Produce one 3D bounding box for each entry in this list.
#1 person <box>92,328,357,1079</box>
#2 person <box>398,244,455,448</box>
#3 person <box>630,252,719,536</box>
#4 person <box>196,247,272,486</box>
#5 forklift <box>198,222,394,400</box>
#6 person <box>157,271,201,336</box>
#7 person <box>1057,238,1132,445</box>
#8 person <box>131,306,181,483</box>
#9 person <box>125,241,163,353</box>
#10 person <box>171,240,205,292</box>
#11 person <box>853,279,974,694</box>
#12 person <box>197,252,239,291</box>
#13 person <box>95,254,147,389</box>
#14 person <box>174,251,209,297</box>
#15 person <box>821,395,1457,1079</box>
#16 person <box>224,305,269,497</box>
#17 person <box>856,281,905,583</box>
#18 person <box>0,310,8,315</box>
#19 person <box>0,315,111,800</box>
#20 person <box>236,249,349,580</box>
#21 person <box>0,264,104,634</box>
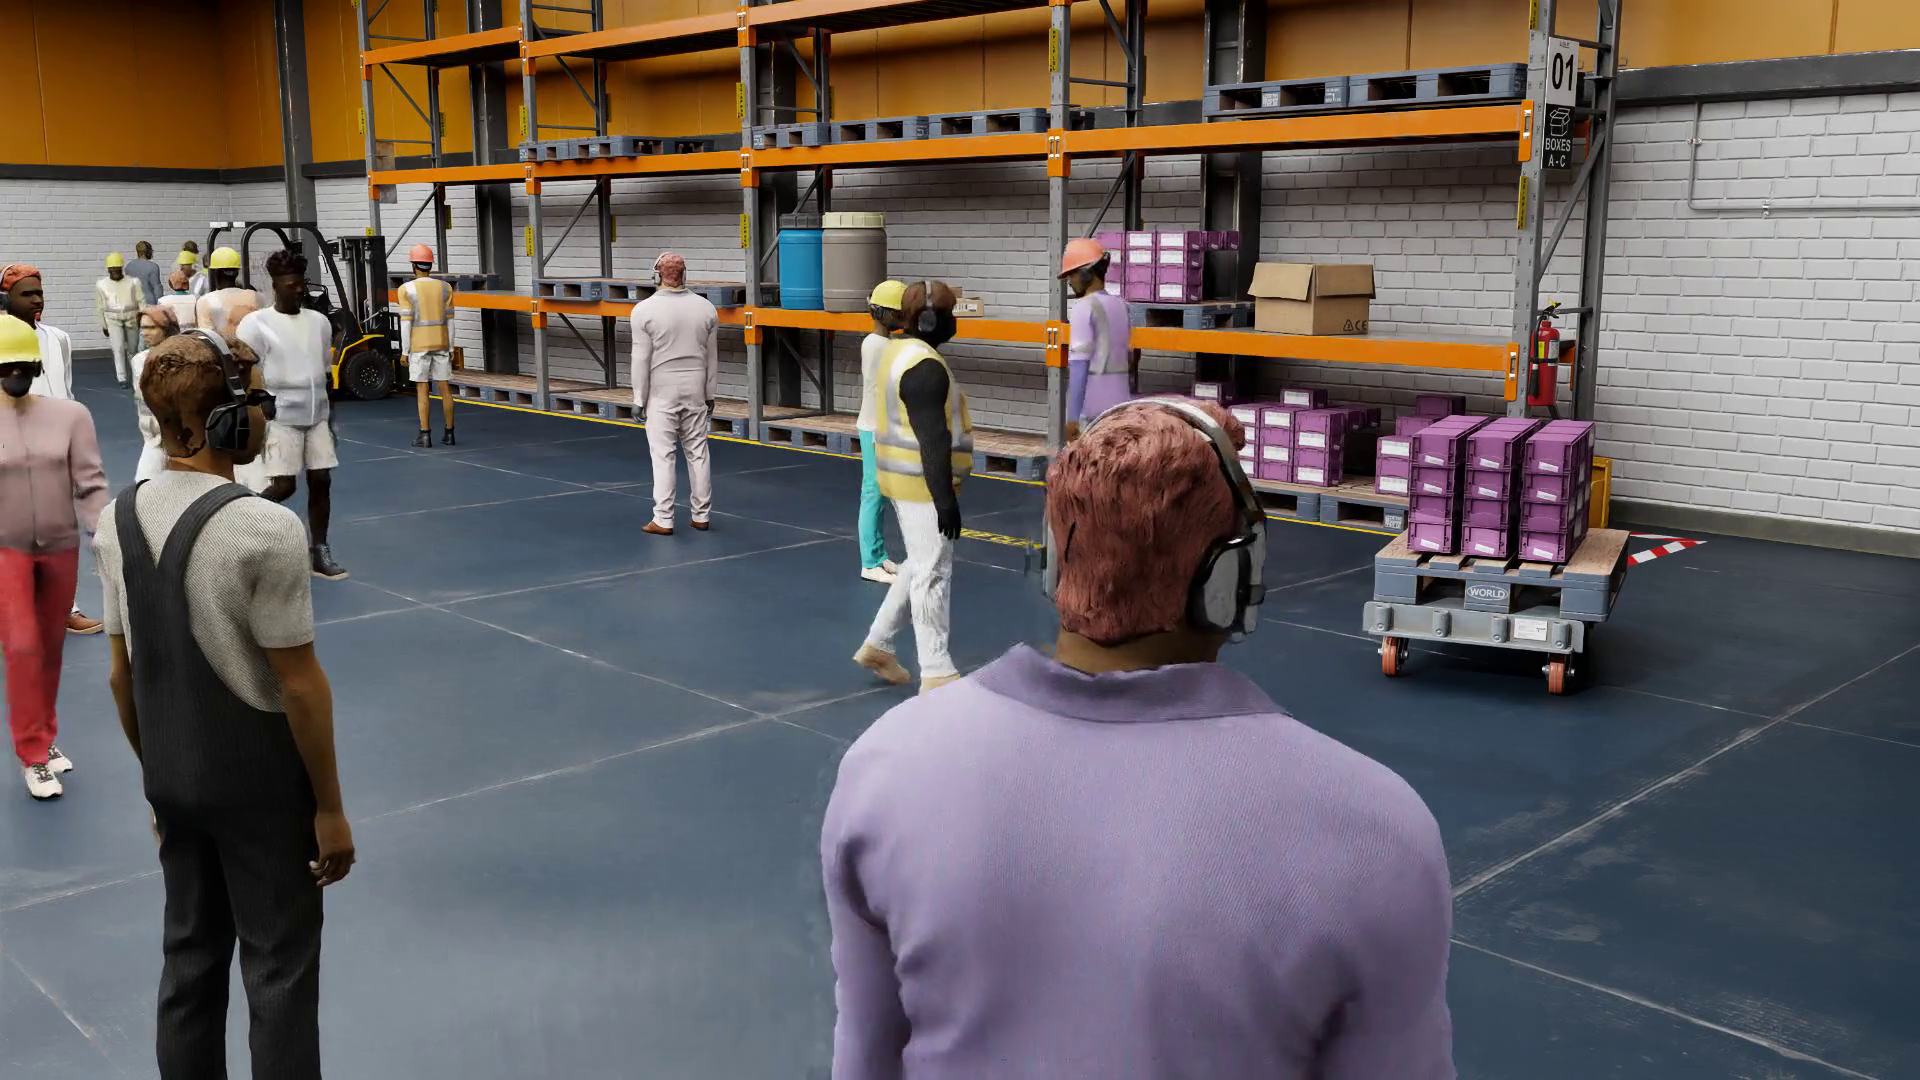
[{"bbox_3d":[-1.439,0.506,3.320,0.508,1.846,0.345,4,11,20],"label":"person"},{"bbox_3d":[-5.100,-1.852,15.921,0.543,1.940,0.361,-9,13,-39],"label":"person"},{"bbox_3d":[-1.947,-0.985,11.283,0.643,1.909,0.410,-8,13,-37],"label":"person"},{"bbox_3d":[-5.705,-1.327,13.085,0.369,1.928,0.586,7,13,34],"label":"person"},{"bbox_3d":[-8.169,-2.758,20.163,2.313,2.155,1.214,-10,14,-44],"label":"forklift"},{"bbox_3d":[-8.424,-2.098,18.089,0.511,1.637,0.307,-8,13,-38],"label":"person"},{"bbox_3d":[0.854,-0.758,9.795,0.686,2.008,0.672,6,12,30],"label":"person"},{"bbox_3d":[-4.622,-0.538,9.647,0.531,1.607,0.776,3,11,14],"label":"person"},{"bbox_3d":[-12.224,-3.522,25.027,0.636,1.938,0.358,4,11,21],"label":"person"},{"bbox_3d":[-12.435,-3.888,27.025,0.629,1.939,0.371,-6,12,-29],"label":"person"},{"bbox_3d":[-0.164,-0.219,7.312,0.468,1.844,0.641,-2,11,-10],"label":"person"},{"bbox_3d":[-10.271,-3.083,23.030,0.637,1.811,0.660,-8,13,-36],"label":"person"},{"bbox_3d":[-11.207,-2.933,22.273,0.596,1.791,0.930,-5,12,-27],"label":"person"},{"bbox_3d":[-10.261,-2.959,22.292,0.613,1.816,0.438,3,11,16],"label":"person"},{"bbox_3d":[0.147,0.797,1.667,0.652,1.877,0.872,6,12,28],"label":"person"},{"bbox_3d":[-4.446,-0.691,10.553,0.871,1.585,0.509,5,12,26],"label":"person"},{"bbox_3d":[-0.435,-0.636,9.782,0.327,1.761,0.522,1,10,8],"label":"person"},{"bbox_3d":[-9.418,-1.805,16.281,0.528,1.717,0.925,-6,12,-29],"label":"person"},{"bbox_3d":[-3.354,0.059,6.069,0.740,1.736,0.525,9,14,40],"label":"person"},{"bbox_3d":[-3.961,-0.731,9.795,0.662,1.950,0.608,6,12,31],"label":"person"},{"bbox_3d":[-4.594,-0.419,8.263,0.355,1.883,0.575,3,11,16],"label":"person"}]
